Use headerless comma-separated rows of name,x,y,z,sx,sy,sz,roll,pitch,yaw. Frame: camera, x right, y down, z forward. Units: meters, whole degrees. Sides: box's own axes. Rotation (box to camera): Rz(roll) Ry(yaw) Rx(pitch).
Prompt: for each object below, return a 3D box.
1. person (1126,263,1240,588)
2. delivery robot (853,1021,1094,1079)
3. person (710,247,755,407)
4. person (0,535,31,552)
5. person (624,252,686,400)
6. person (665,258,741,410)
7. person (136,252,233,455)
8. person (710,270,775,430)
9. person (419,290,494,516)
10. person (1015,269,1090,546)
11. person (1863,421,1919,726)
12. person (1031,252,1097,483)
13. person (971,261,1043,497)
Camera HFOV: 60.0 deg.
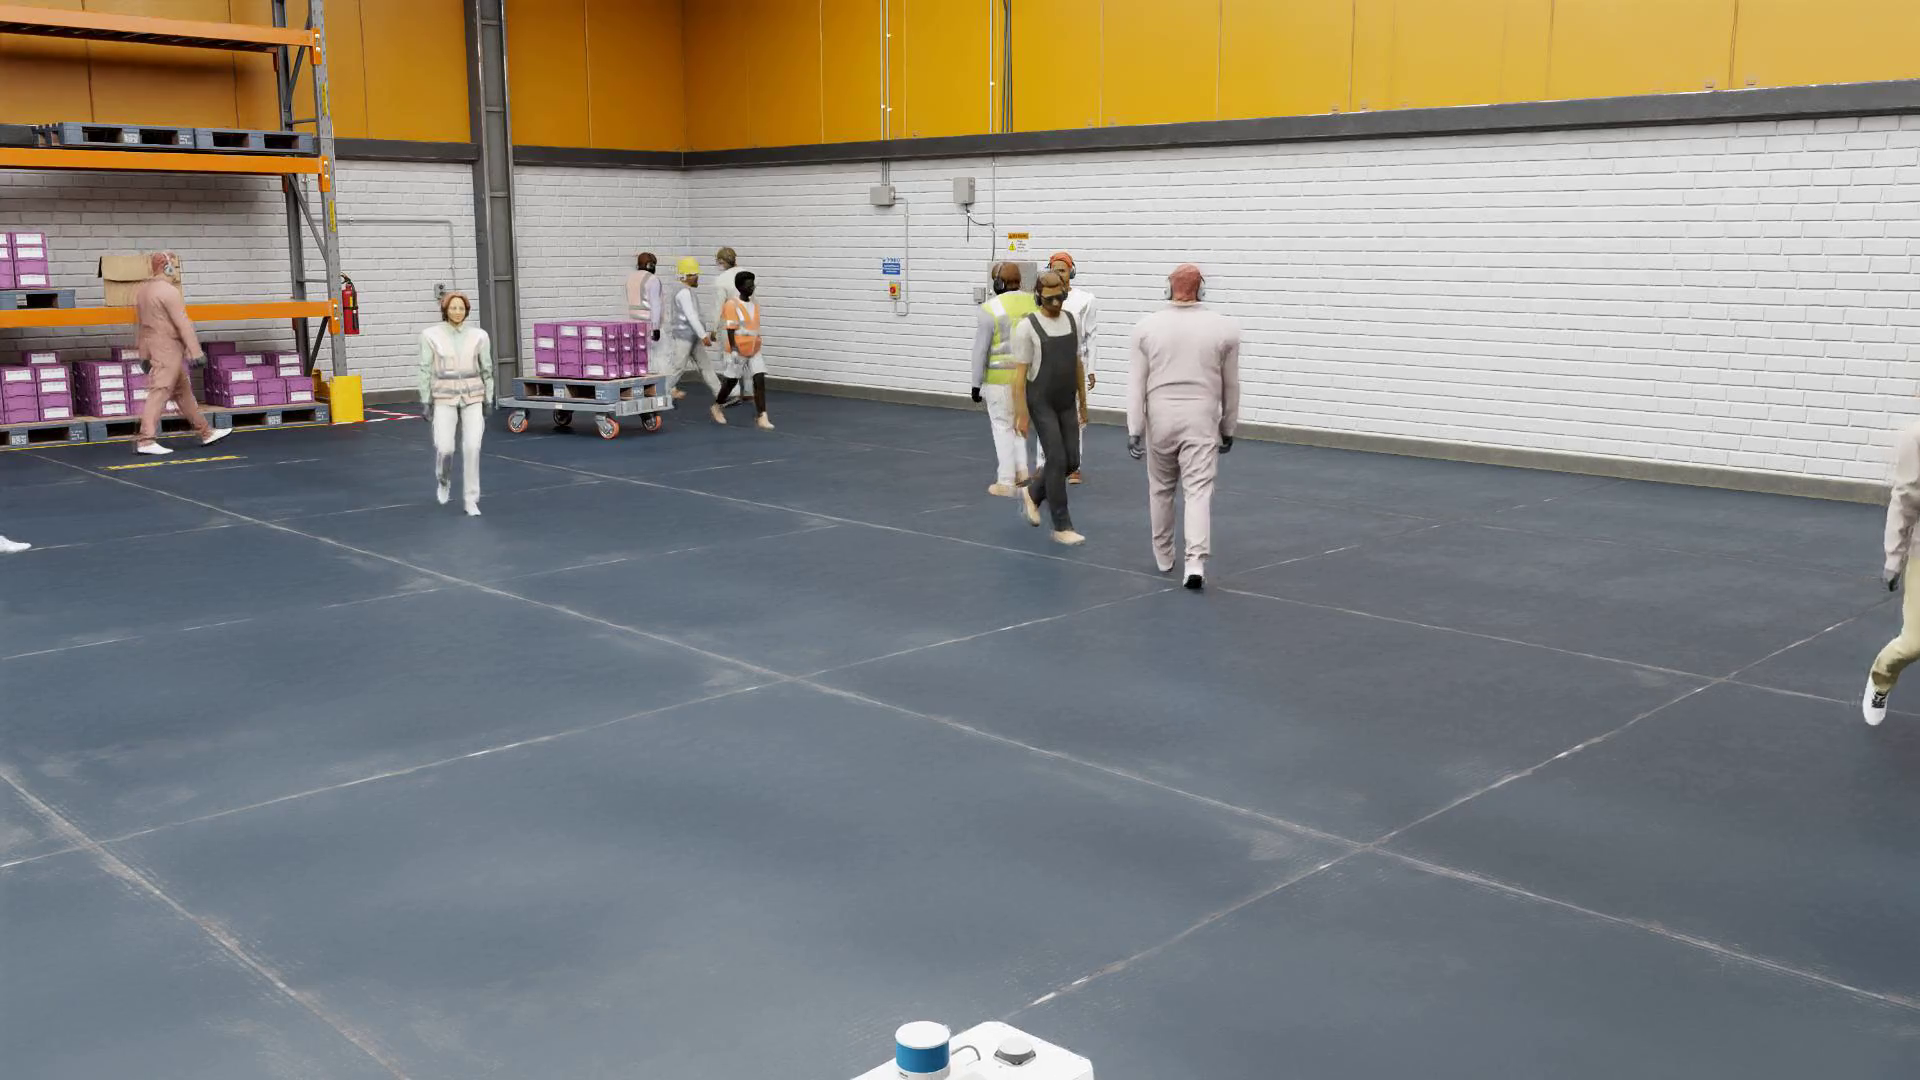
person,1.295,-0.669,9.701,0.646,1.872,0.921,2,11,11
delivery robot,-0.068,1.144,3.106,0.477,0.478,0.707,10,14,43
person,-2.651,-2.536,19.797,0.531,1.898,0.690,8,13,37
person,-6.399,-0.791,10.290,0.919,1.894,0.598,-8,13,-36
person,-3.737,-2.586,20.282,0.638,1.805,0.827,9,14,41
person,-3.104,-2.374,19.247,0.997,1.765,0.585,0,10,-2
person,-7.299,-1.740,15.533,0.990,1.857,0.647,-10,14,-44
person,-2.314,-2.003,17.495,0.819,1.670,0.527,10,14,42
person,-3.646,-0.994,12.070,0.530,1.626,0.437,-5,12,-27
person,0.577,-0.876,10.959,0.572,1.808,0.623,-7,13,-35
person,3.773,0.063,6.356,0.507,1.613,0.623,1,10,8
person,0.823,-1.397,13.592,0.586,1.881,0.342,2,11,10
person,0.367,-1.247,12.929,0.650,1.822,0.464,-7,13,-34
